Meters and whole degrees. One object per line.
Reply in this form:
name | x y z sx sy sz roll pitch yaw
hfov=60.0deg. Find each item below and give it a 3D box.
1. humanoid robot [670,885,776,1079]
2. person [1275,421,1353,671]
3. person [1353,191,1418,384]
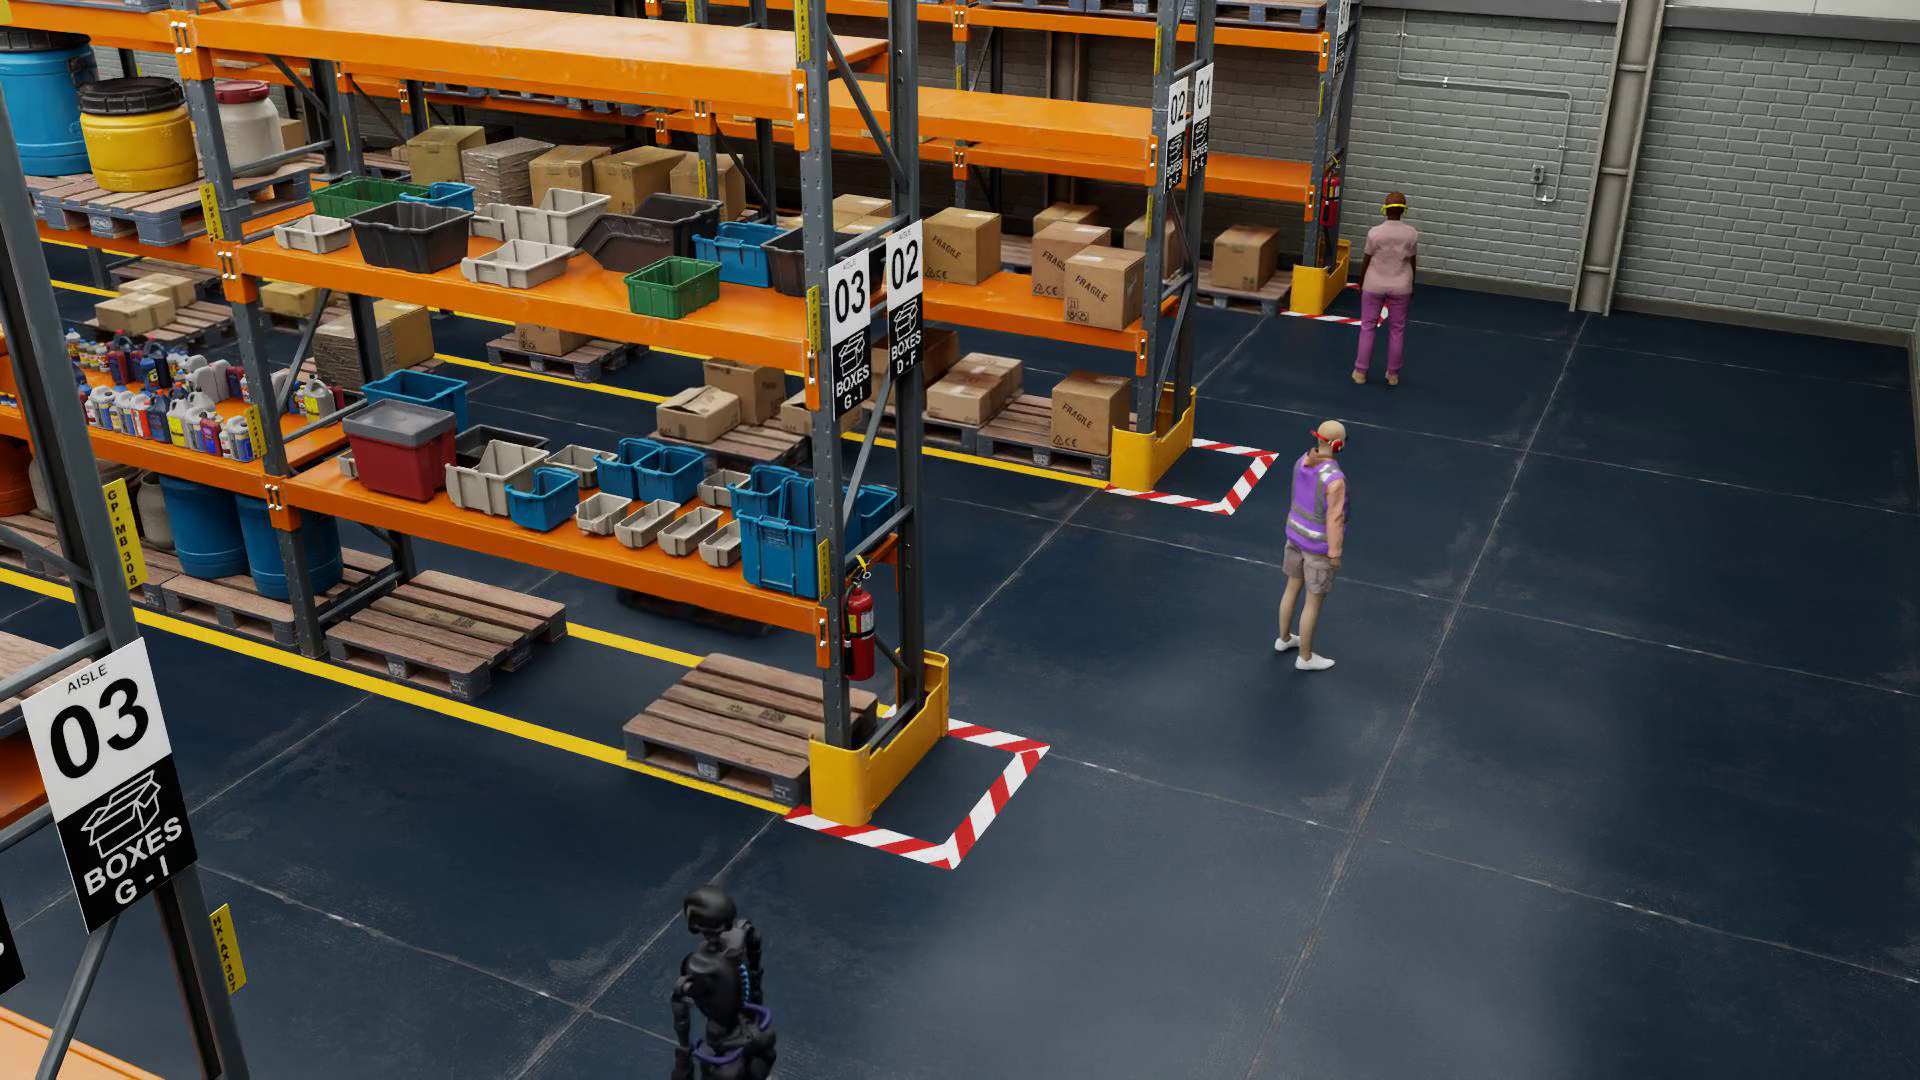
humanoid robot | -0.903 2.065 6.543 0.422 1.636 0.603 14 30 26
person | 2.267 0.030 10.647 0.352 1.688 0.489 -10 28 -20
person | 3.914 -2.298 15.245 0.506 1.794 0.337 4 27 9
